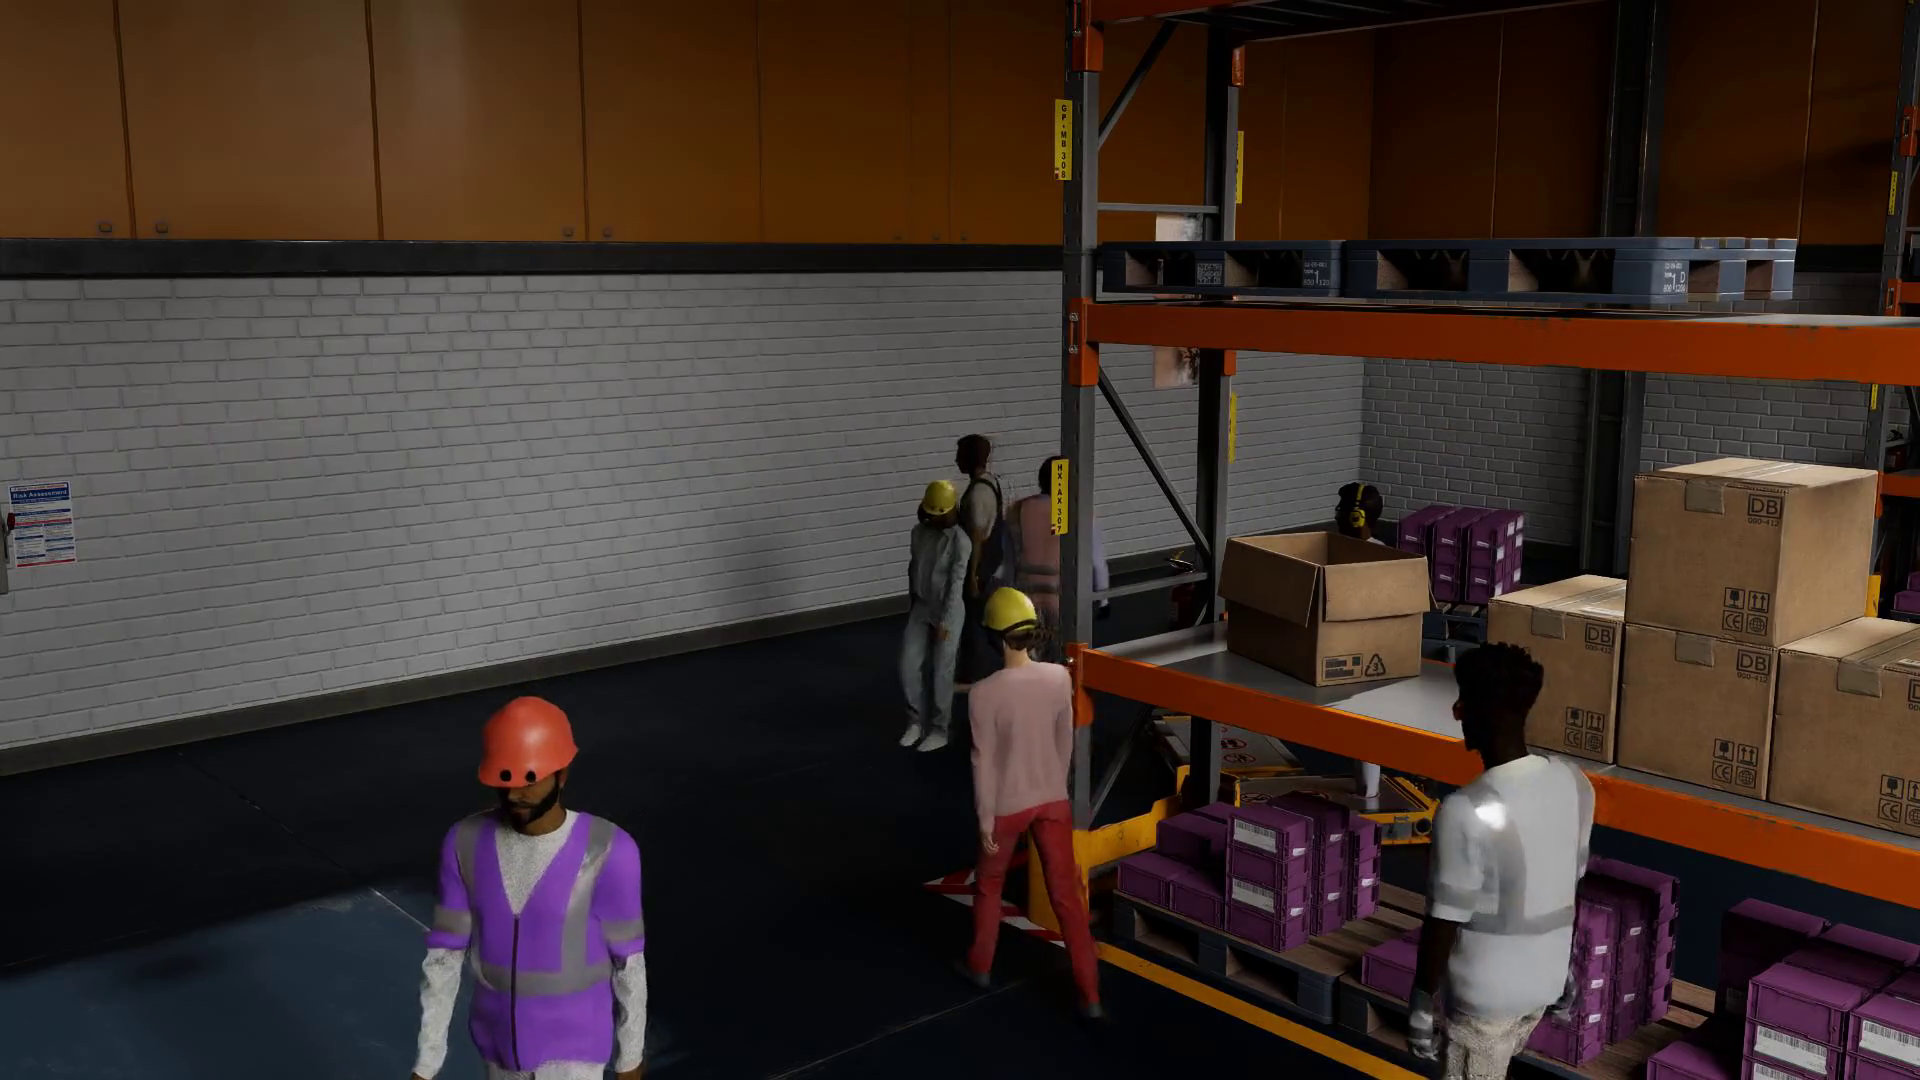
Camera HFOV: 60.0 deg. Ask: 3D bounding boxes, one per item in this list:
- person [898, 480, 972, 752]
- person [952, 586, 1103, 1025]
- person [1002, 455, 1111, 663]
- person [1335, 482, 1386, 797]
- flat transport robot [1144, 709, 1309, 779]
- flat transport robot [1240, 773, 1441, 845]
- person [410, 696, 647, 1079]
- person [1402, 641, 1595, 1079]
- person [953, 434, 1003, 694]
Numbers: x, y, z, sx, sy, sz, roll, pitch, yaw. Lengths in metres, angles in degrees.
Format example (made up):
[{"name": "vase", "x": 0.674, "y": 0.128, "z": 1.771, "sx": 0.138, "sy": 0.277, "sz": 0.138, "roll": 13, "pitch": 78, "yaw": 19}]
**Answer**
[{"name": "person", "x": -0.161, "y": 0.472, "z": 10.106, "sx": 0.522, "sy": 1.706, "sz": 0.426, "roll": 7, "pitch": 12, "yaw": 36}, {"name": "person", "x": 0.292, "y": 1.055, "z": 6.640, "sx": 0.528, "sy": 1.723, "sz": 0.878, "roll": -5, "pitch": 11, "yaw": -29}, {"name": "person", "x": 0.595, "y": 0.384, "z": 10.263, "sx": 0.656, "sy": 1.828, "sz": 0.506, "roll": 5, "pitch": 11, "yaw": 28}, {"name": "person", "x": 2.072, "y": 0.628, "z": 8.699, "sx": 0.333, "sy": 1.873, "sz": 0.520, "roll": 4, "pitch": 10, "yaw": 21}, {"name": "flat transport robot", "x": 1.530, "y": 1.256, "z": 9.697, "sx": 0.652, "sy": 0.197, "sz": 1.431, "roll": -1, "pitch": 10, "yaw": -5}, {"name": "flat transport robot", "x": 1.896, "y": 1.426, "z": 8.705, "sx": 1.431, "sy": 0.197, "sz": 0.652, "roll": -1, "pitch": 10, "yaw": -6}, {"name": "person", "x": -1.150, "y": 1.362, "z": 4.314, "sx": 0.556, "sy": 1.907, "sz": 0.825, "roll": 2, "pitch": 10, "yaw": 13}, {"name": "person", "x": 1.535, "y": 1.250, "z": 4.811, "sx": 0.643, "sy": 1.953, "sz": 0.416, "roll": -7, "pitch": 12, "yaw": -36}, {"name": "person", "x": 0.173, "y": 0.175, "z": 11.470, "sx": 0.574, "sy": 1.831, "sz": 0.536, "roll": 2, "pitch": 10, "yaw": 13}]
